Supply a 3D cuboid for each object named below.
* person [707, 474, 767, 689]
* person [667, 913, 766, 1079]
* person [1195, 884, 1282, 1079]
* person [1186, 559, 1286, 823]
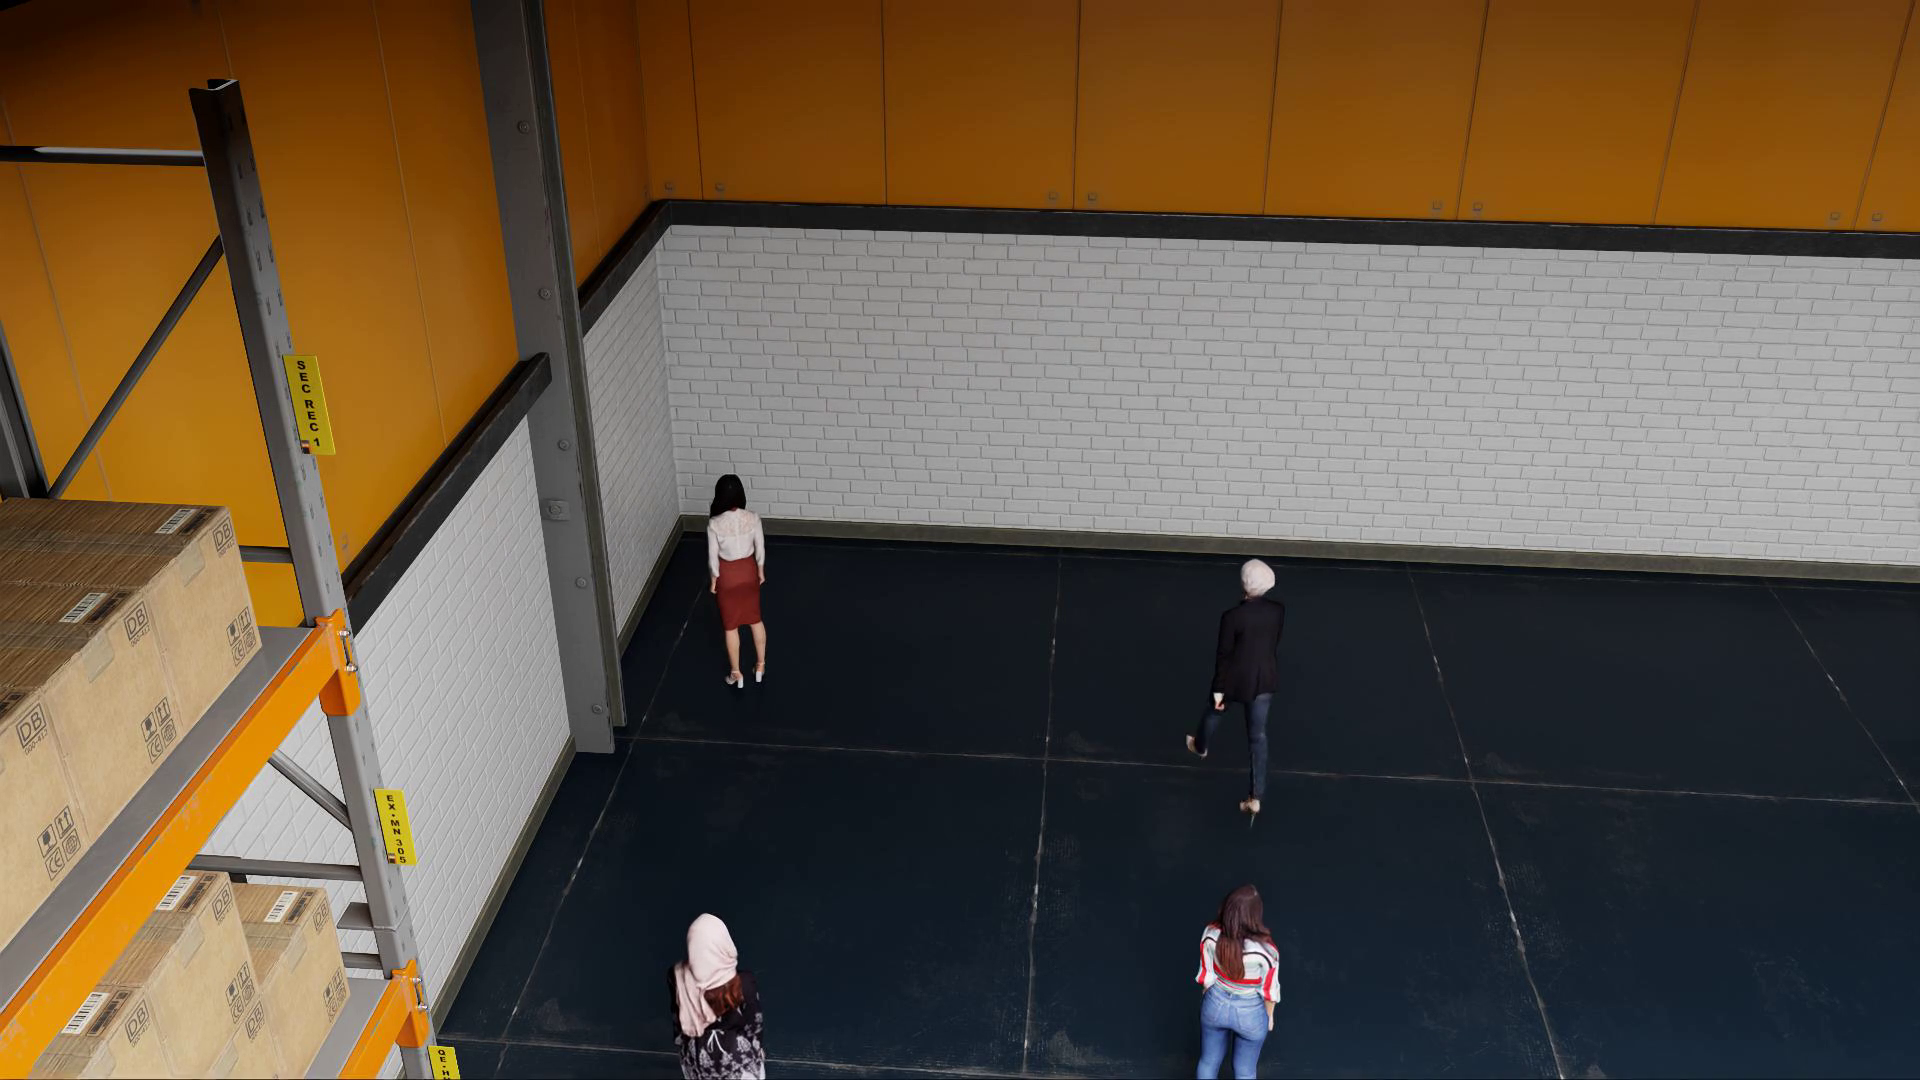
[{"bbox_3d":[-1.663,0.311,12.403,0.673,1.750,0.682,-13,31,-23],"label":"person"},{"bbox_3d":[-1.216,2.565,8.396,0.619,1.629,0.595,3,29,5],"label":"person"},{"bbox_3d":[1.426,2.439,8.644,0.652,1.614,0.628,13,31,22],"label":"person"},{"bbox_3d":[1.781,0.958,10.454,0.937,1.734,1.204,-6,29,-10],"label":"person"}]
